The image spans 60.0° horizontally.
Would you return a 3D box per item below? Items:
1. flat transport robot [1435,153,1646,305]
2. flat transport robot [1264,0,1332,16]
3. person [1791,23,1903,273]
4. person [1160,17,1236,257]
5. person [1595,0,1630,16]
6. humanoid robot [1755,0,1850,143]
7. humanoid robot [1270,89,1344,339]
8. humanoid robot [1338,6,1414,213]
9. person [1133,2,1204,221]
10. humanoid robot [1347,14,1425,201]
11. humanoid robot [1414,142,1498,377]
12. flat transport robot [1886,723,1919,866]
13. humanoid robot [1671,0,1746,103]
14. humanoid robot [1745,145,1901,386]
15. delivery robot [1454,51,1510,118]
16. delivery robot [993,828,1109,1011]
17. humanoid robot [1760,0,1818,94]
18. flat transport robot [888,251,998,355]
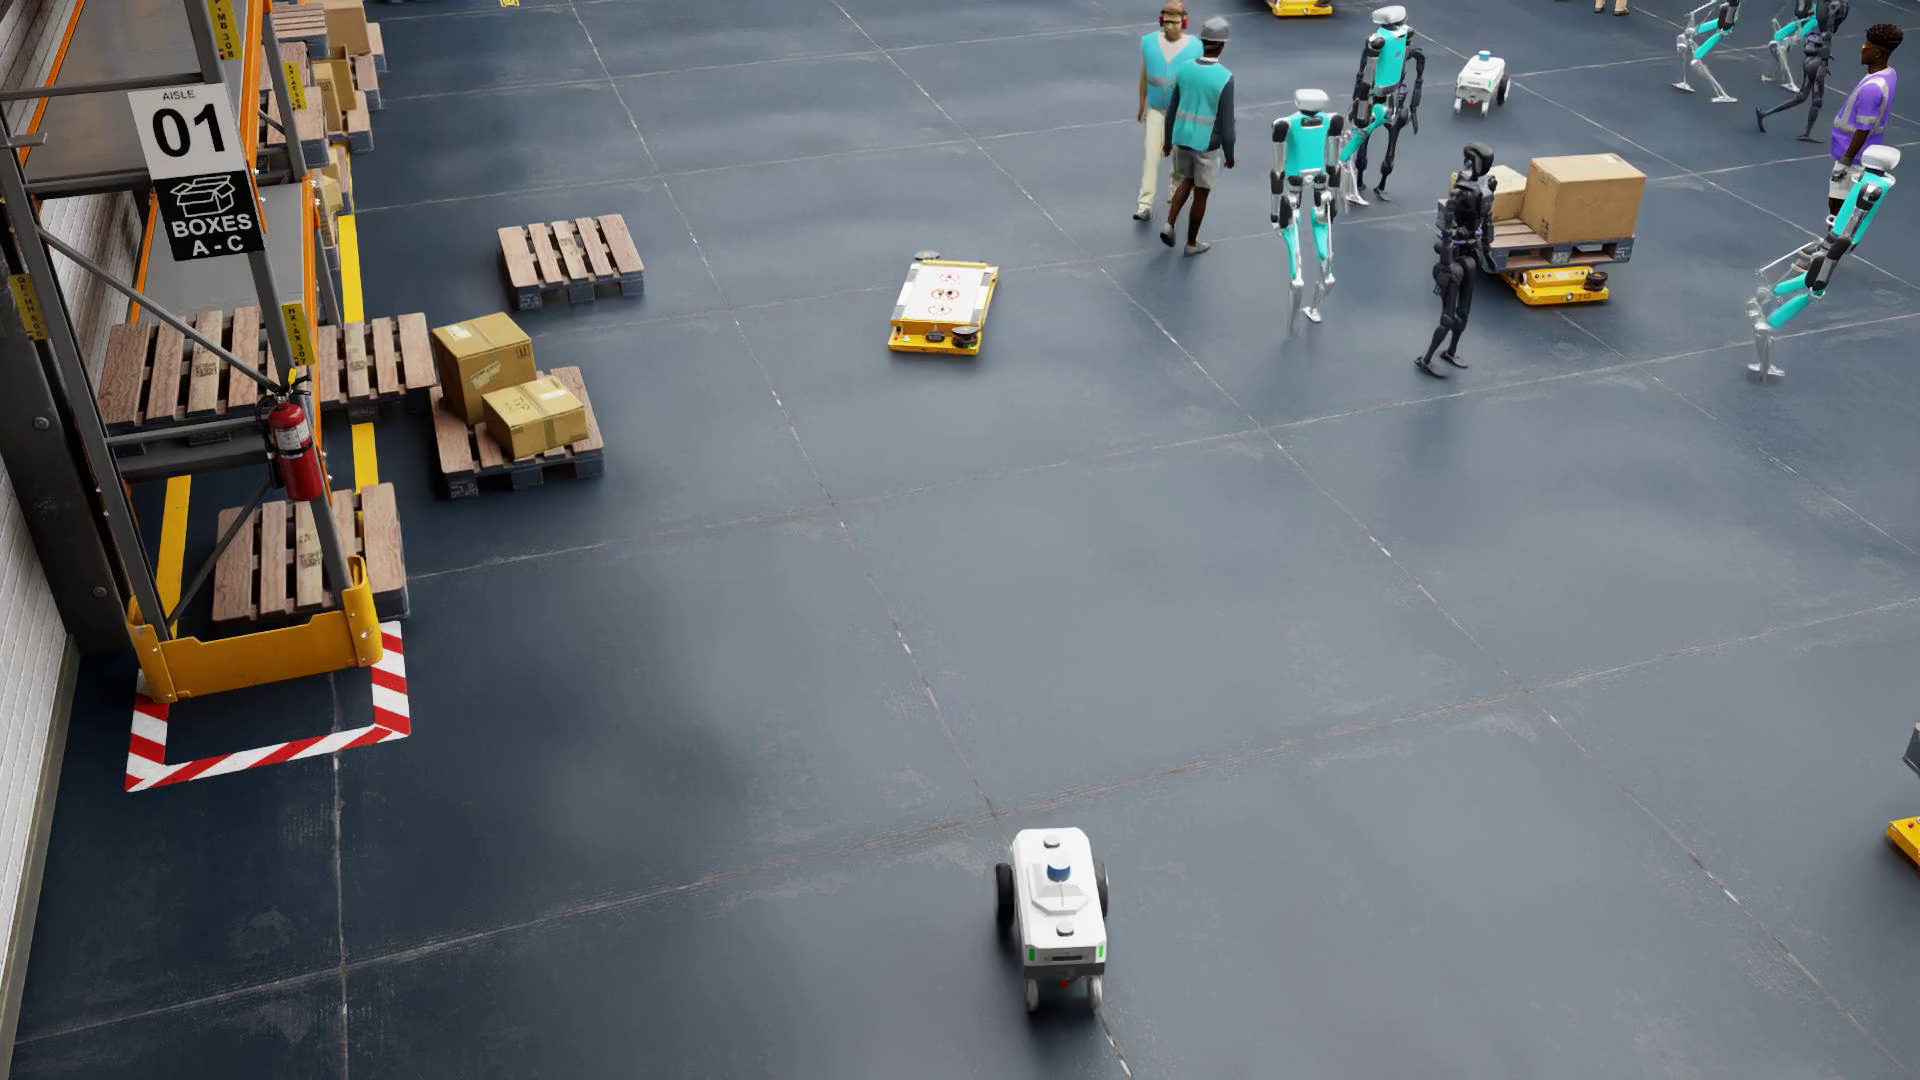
[{"bbox_3d":[4.562,-2.275,13.347,0.659,0.231,1.431,-5,33,-8],"label":"flat transport robot"},{"bbox_3d":[3.926,-6.572,19.938,0.659,0.231,1.431,-4,33,-6],"label":"flat transport robot"},{"bbox_3d":[6.947,-3.033,12.959,0.363,1.965,0.610,20,38,27],"label":"person"},{"bbox_3d":[1.913,-3.164,13.218,0.611,1.919,0.497,27,42,35],"label":"person"},{"bbox_3d":[7.660,-6.920,19.188,0.465,1.670,0.388,25,41,33],"label":"person"},{"bbox_3d":[7.976,-4.568,15.593,0.652,1.629,0.592,12,35,18],"label":"humanoid robot"},{"bbox_3d":[2.561,-2.271,12.072,0.547,1.832,0.814,-7,34,-10],"label":"humanoid robot"},{"bbox_3d":[3.388,-3.633,14.140,0.538,1.863,0.677,-26,41,-34],"label":"humanoid robot"},{"bbox_3d":[1.748,-3.617,14.011,0.568,1.788,0.976,10,34,15],"label":"person"},{"bbox_3d":[3.654,-3.723,14.286,0.609,1.648,0.343,9,34,14],"label":"humanoid robot"},{"bbox_3d":[3.518,-1.976,11.599,0.591,1.651,0.331,-26,41,-34],"label":"humanoid robot"},{"bbox_3d":[5.150,1.404,7.705,1.431,0.231,0.659,-8,34,-12],"label":"flat transport robot"},{"bbox_3d":[7.490,-5.245,16.577,0.889,1.781,0.580,17,37,24],"label":"humanoid robot"},{"bbox_3d":[5.767,-1.851,11.403,0.770,1.818,0.549,18,37,25],"label":"humanoid robot"},{"bbox_3d":[5.207,-4.583,16.641,0.499,0.612,0.805,15,36,21],"label":"delivery robot"},{"bbox_3d":[0.416,1.592,7.169,0.499,0.610,0.814,-2,33,-3],"label":"delivery robot"},{"bbox_3d":[8.523,-5.389,16.882,0.547,1.899,0.742,-14,36,-20],"label":"humanoid robot"},{"bbox_3d":[-0.110,-1.802,12.622,0.659,0.231,1.431,4,33,6],"label":"flat transport robot"}]
